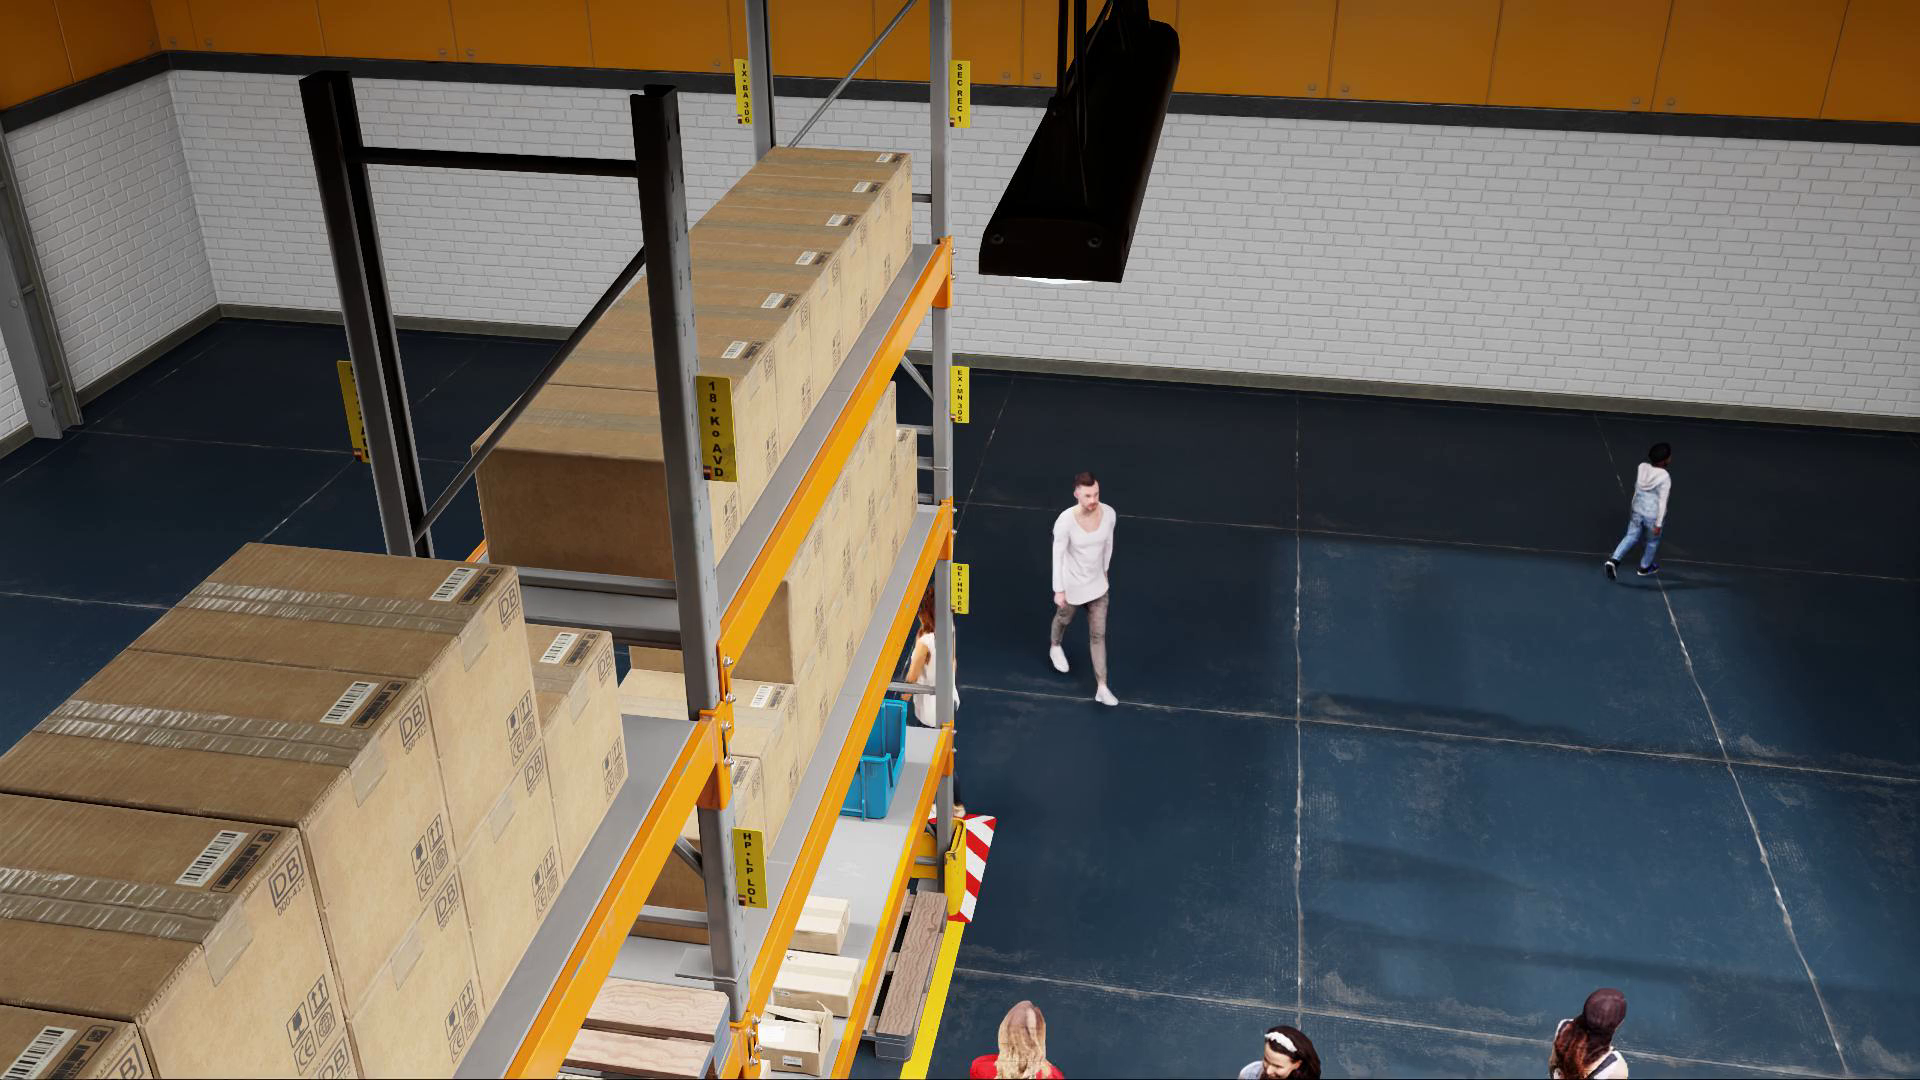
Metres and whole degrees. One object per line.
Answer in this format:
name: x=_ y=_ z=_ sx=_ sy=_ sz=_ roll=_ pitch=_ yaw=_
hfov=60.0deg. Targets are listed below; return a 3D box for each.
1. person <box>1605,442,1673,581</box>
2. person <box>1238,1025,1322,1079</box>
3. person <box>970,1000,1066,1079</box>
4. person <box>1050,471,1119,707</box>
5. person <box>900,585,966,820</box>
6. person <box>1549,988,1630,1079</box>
person: x=5.655 y=-0.222 z=13.782 sx=0.851 sy=1.243 sz=0.813 roll=-16 pitch=32 yaw=-27
person: x=1.376 y=2.881 z=7.493 sx=0.816 sy=1.818 sz=0.854 roll=17 pitch=33 yaw=28
person: x=0.224 y=2.883 z=7.642 sx=0.661 sy=1.671 sz=1.095 roll=2 pitch=29 yaw=4
person: x=0.859 y=0.282 z=12.287 sx=1.071 sy=1.790 sz=1.283 roll=-10 pitch=30 yaw=-18
person: x=-0.067 y=1.106 z=10.805 sx=0.716 sy=1.762 sz=0.716 roll=11 pitch=31 yaw=19
person: x=2.833 y=2.804 z=7.857 sx=1.111 sy=1.604 sz=0.959 roll=-24 pitch=37 yaw=-37
